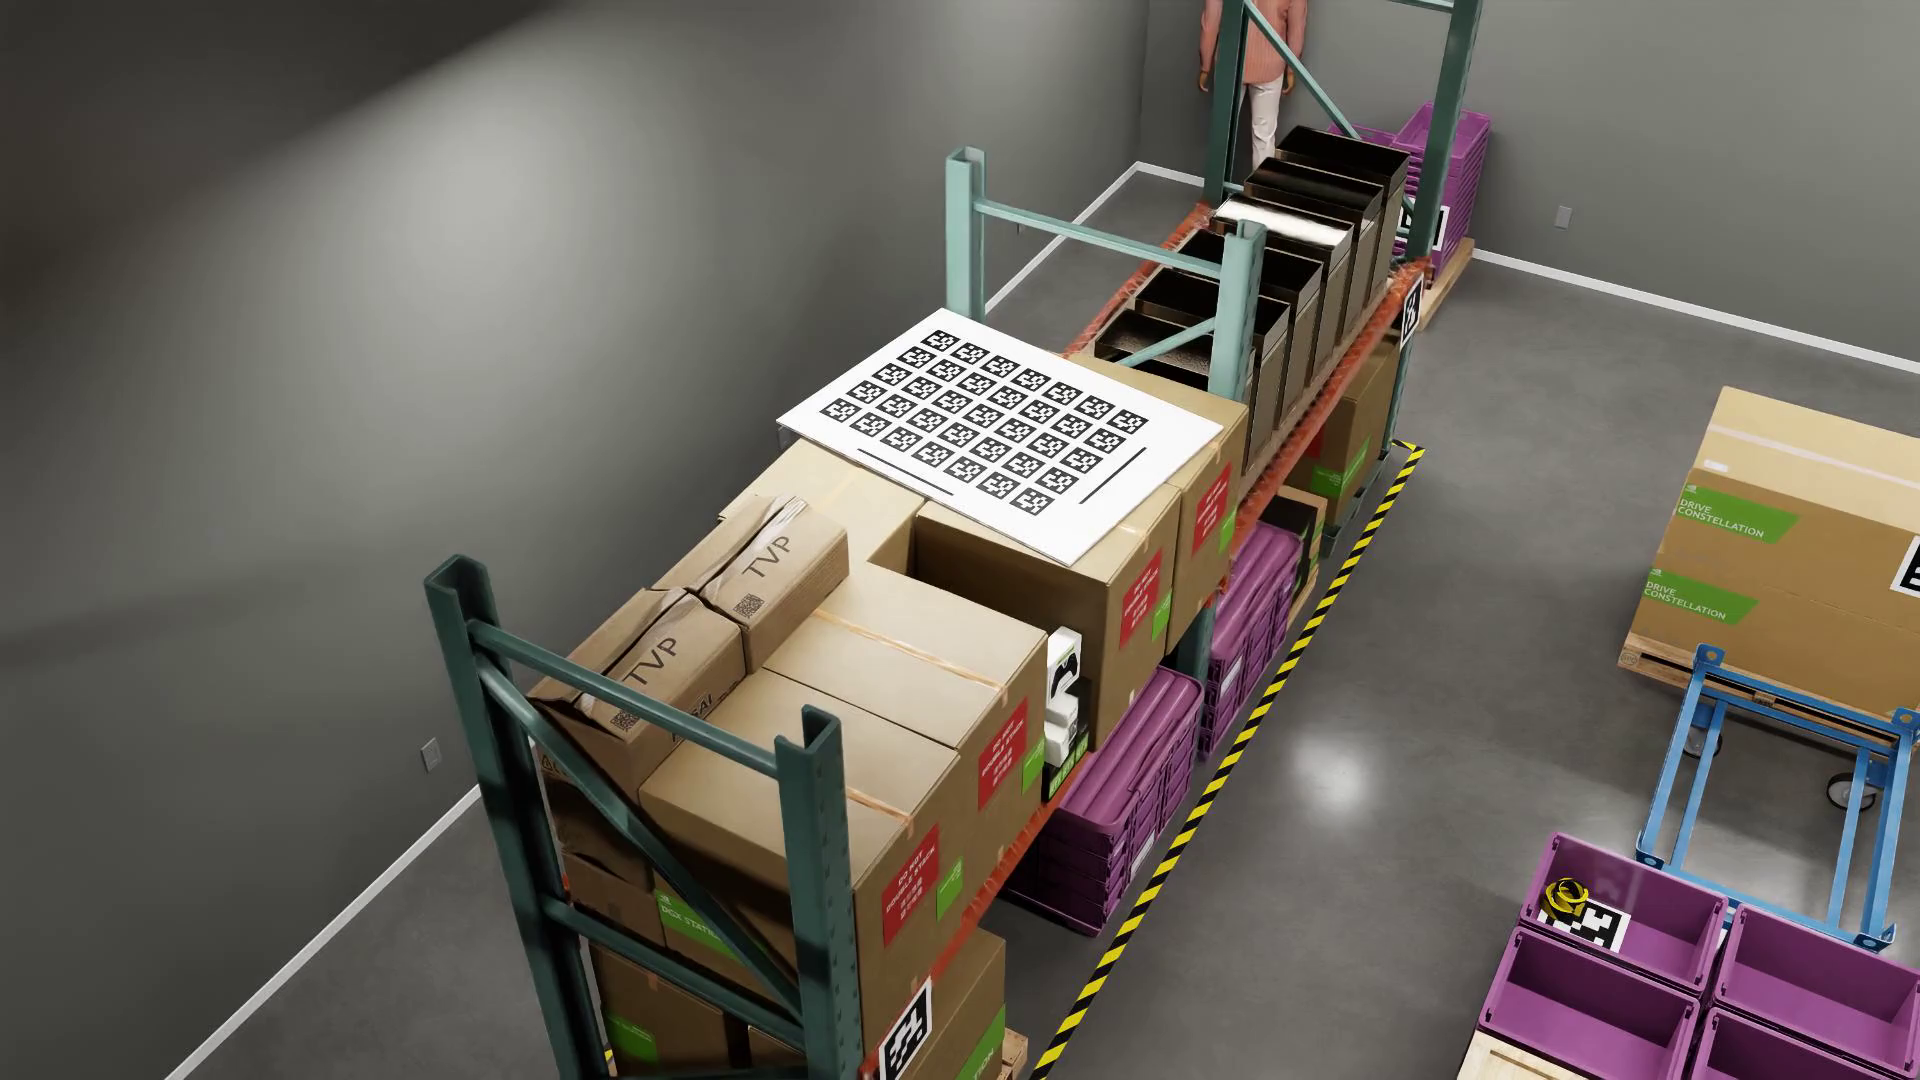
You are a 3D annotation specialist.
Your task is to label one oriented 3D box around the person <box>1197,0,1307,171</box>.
[{"bbox_3d":[1.724,-2.838,9.935,0.612,1.996,0.389,6,40,7],"label":"person"}]
